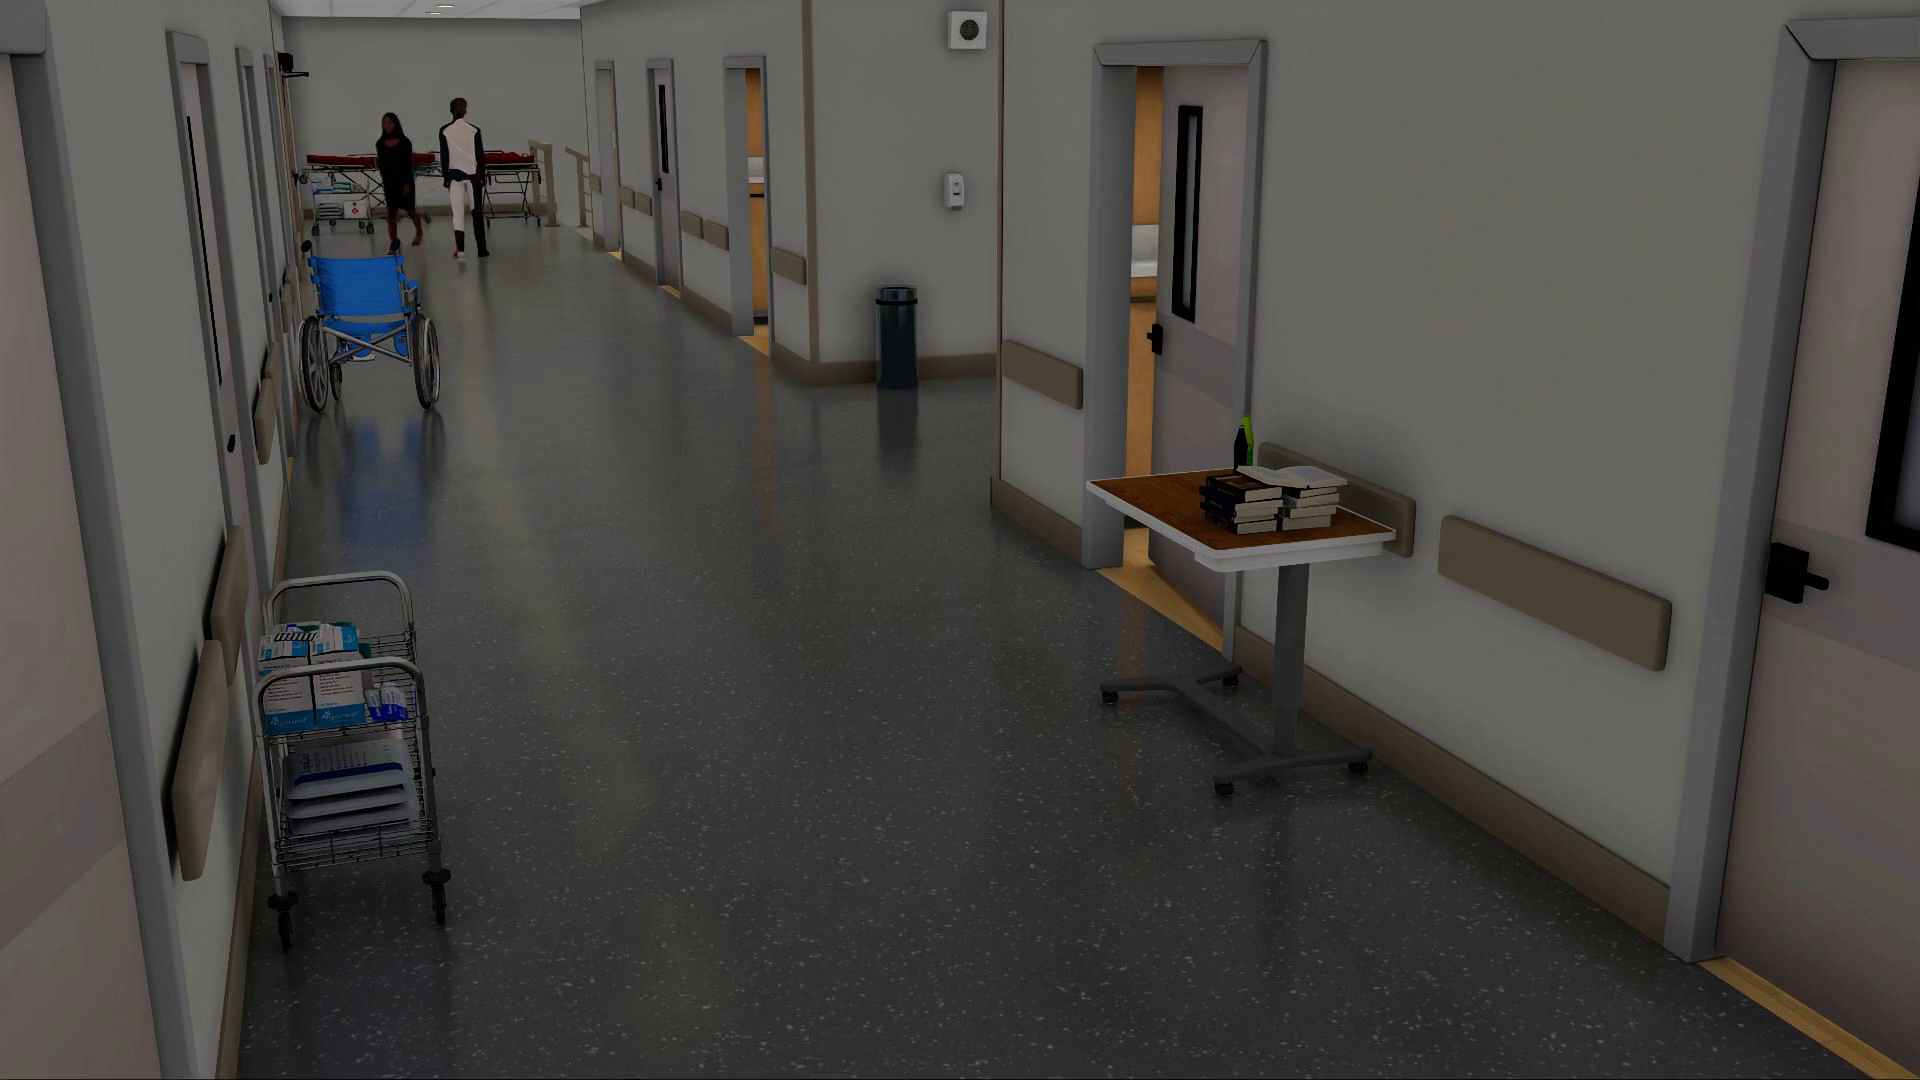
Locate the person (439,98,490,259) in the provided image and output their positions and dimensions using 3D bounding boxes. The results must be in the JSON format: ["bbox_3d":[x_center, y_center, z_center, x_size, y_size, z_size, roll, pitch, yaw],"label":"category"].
[{"bbox_3d":[-6.027,-4.403,20.216,0.676,1.893,0.579,-5,16,-17],"label":"person"}]

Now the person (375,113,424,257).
[{"bbox_3d":[-6.803,-4.309,20.277,0.888,1.679,1.269,0,16,0],"label":"person"}]
